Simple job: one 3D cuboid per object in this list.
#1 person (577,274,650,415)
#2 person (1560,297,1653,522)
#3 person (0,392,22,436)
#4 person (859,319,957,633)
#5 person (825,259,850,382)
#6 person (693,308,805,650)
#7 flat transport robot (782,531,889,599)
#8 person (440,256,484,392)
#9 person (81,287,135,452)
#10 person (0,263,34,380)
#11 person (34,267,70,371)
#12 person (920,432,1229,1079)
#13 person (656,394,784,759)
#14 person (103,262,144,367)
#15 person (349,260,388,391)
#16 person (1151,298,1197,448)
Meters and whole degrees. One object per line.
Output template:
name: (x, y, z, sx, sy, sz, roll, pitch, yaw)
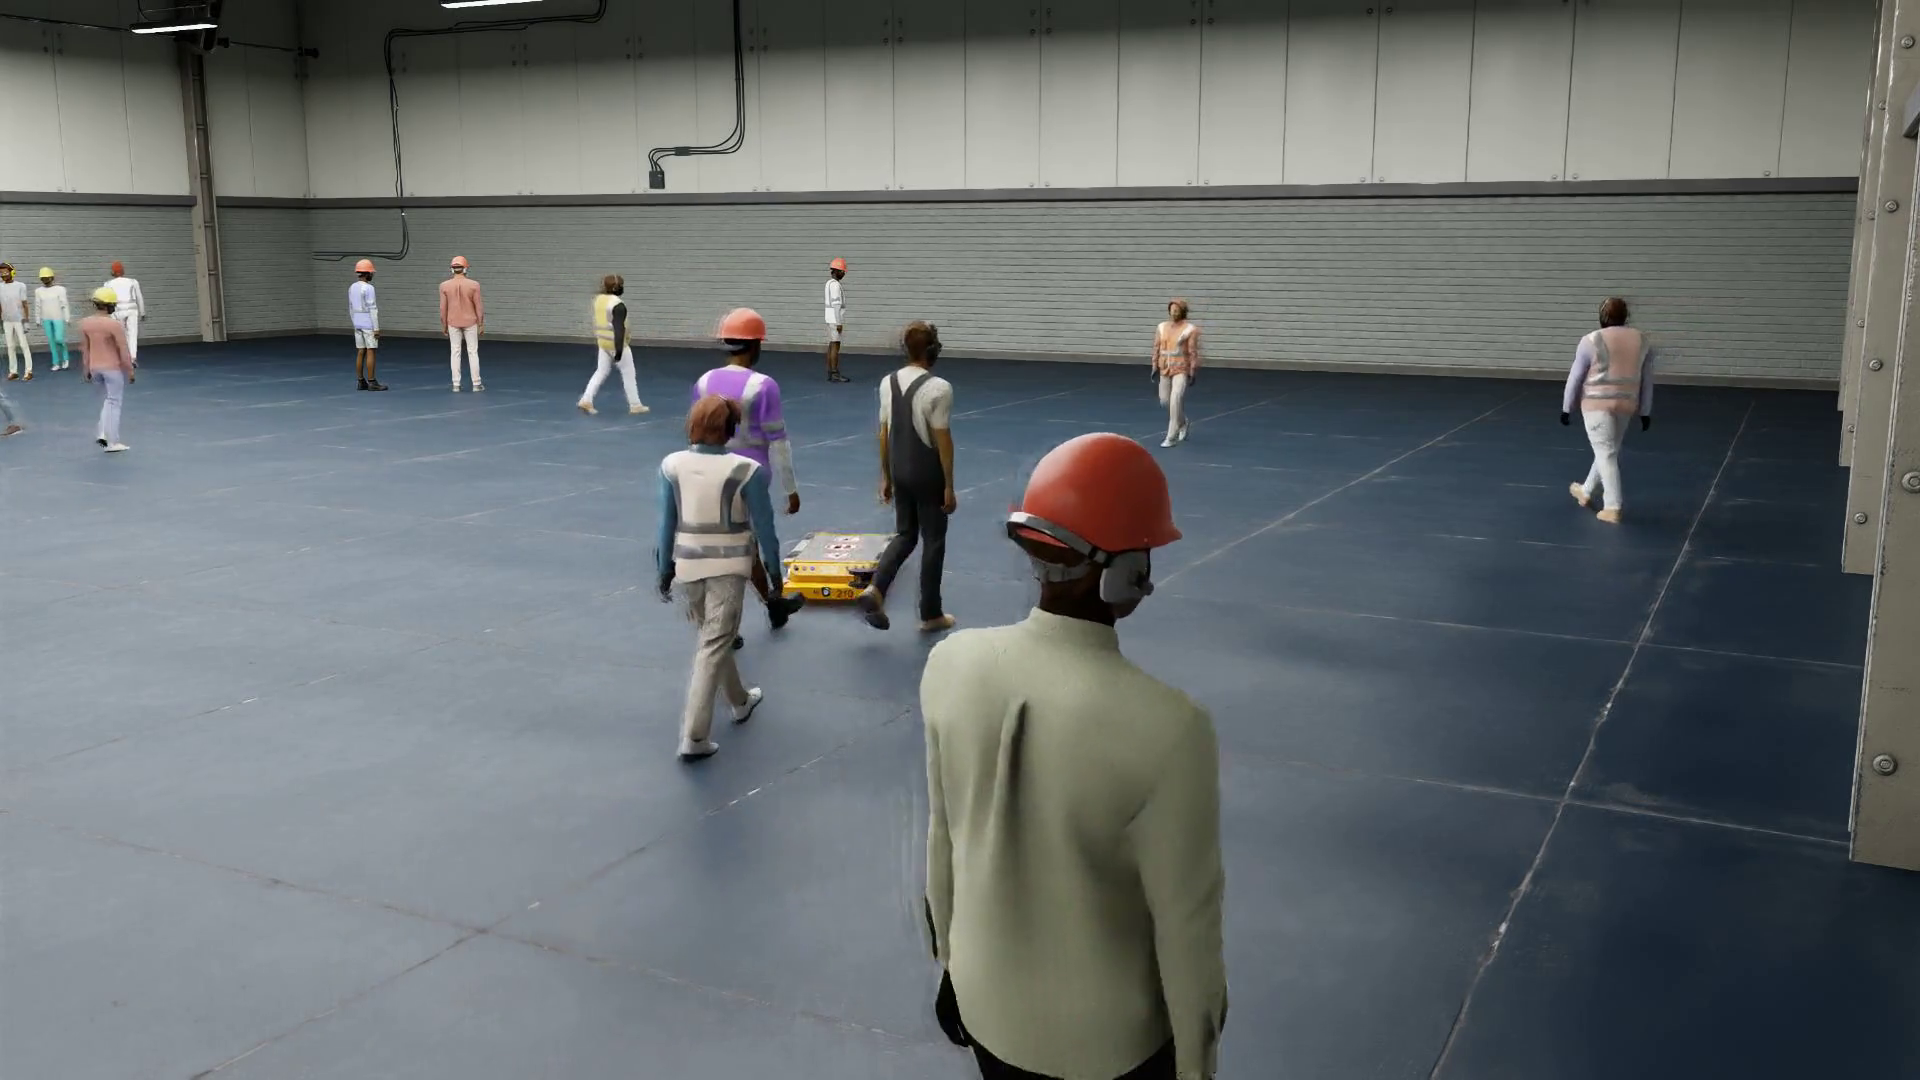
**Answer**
person: (-4.482, -2.506, 21.345, 0.917, 1.812, 0.617, -10, 14, -43)
person: (5.263, -1.081, 13.621, 0.653, 1.784, 0.988, -2, 11, -11)
person: (-11.152, -1.943, 18.868, 0.500, 1.588, 0.858, 6, 12, 28)
person: (-0.275, -0.337, 9.470, 0.518, 1.828, 0.628, 8, 13, 36)
person: (-1.930, -3.442, 26.122, 0.370, 1.928, 0.543, -3, 11, -16)
person: (-1.159, -0.346, 9.338, 0.573, 1.884, 0.972, 7, 12, 33)
flat transport robot: (-0.780, 0.153, 11.040, 0.652, 0.197, 1.431, 1, 10, 4)
person: (-7.330, -3.178, 24.521, 0.608, 1.986, 0.389, -1, 10, -7)
person: (-9.038, -1.806, 17.685, 0.544, 1.749, 0.395, 3, 11, 17)
person: (-15.066, -3.468, 26.460, 0.501, 1.860, 0.312, 0, 10, -2)
person: (-15.383, -3.734, 28.179, 0.541, 1.750, 0.377, 0, 10, 0)
person: (0.166, 0.800, 2.853, 0.642, 1.976, 0.596, 9, 13, 39)
person: (-1.071, 0.139, 7.499, 0.541, 1.584, 0.877, 4, 11, 21)
person: (-14.635, -3.942, 29.131, 0.587, 1.833, 1.017, -4, 11, -22)
person: (-8.770, -3.172, 24.621, 0.553, 1.935, 0.363, 8, 13, 36)
person: (2.380, -1.841, 18.215, 0.518, 1.616, 0.686, 9, 14, 41)
